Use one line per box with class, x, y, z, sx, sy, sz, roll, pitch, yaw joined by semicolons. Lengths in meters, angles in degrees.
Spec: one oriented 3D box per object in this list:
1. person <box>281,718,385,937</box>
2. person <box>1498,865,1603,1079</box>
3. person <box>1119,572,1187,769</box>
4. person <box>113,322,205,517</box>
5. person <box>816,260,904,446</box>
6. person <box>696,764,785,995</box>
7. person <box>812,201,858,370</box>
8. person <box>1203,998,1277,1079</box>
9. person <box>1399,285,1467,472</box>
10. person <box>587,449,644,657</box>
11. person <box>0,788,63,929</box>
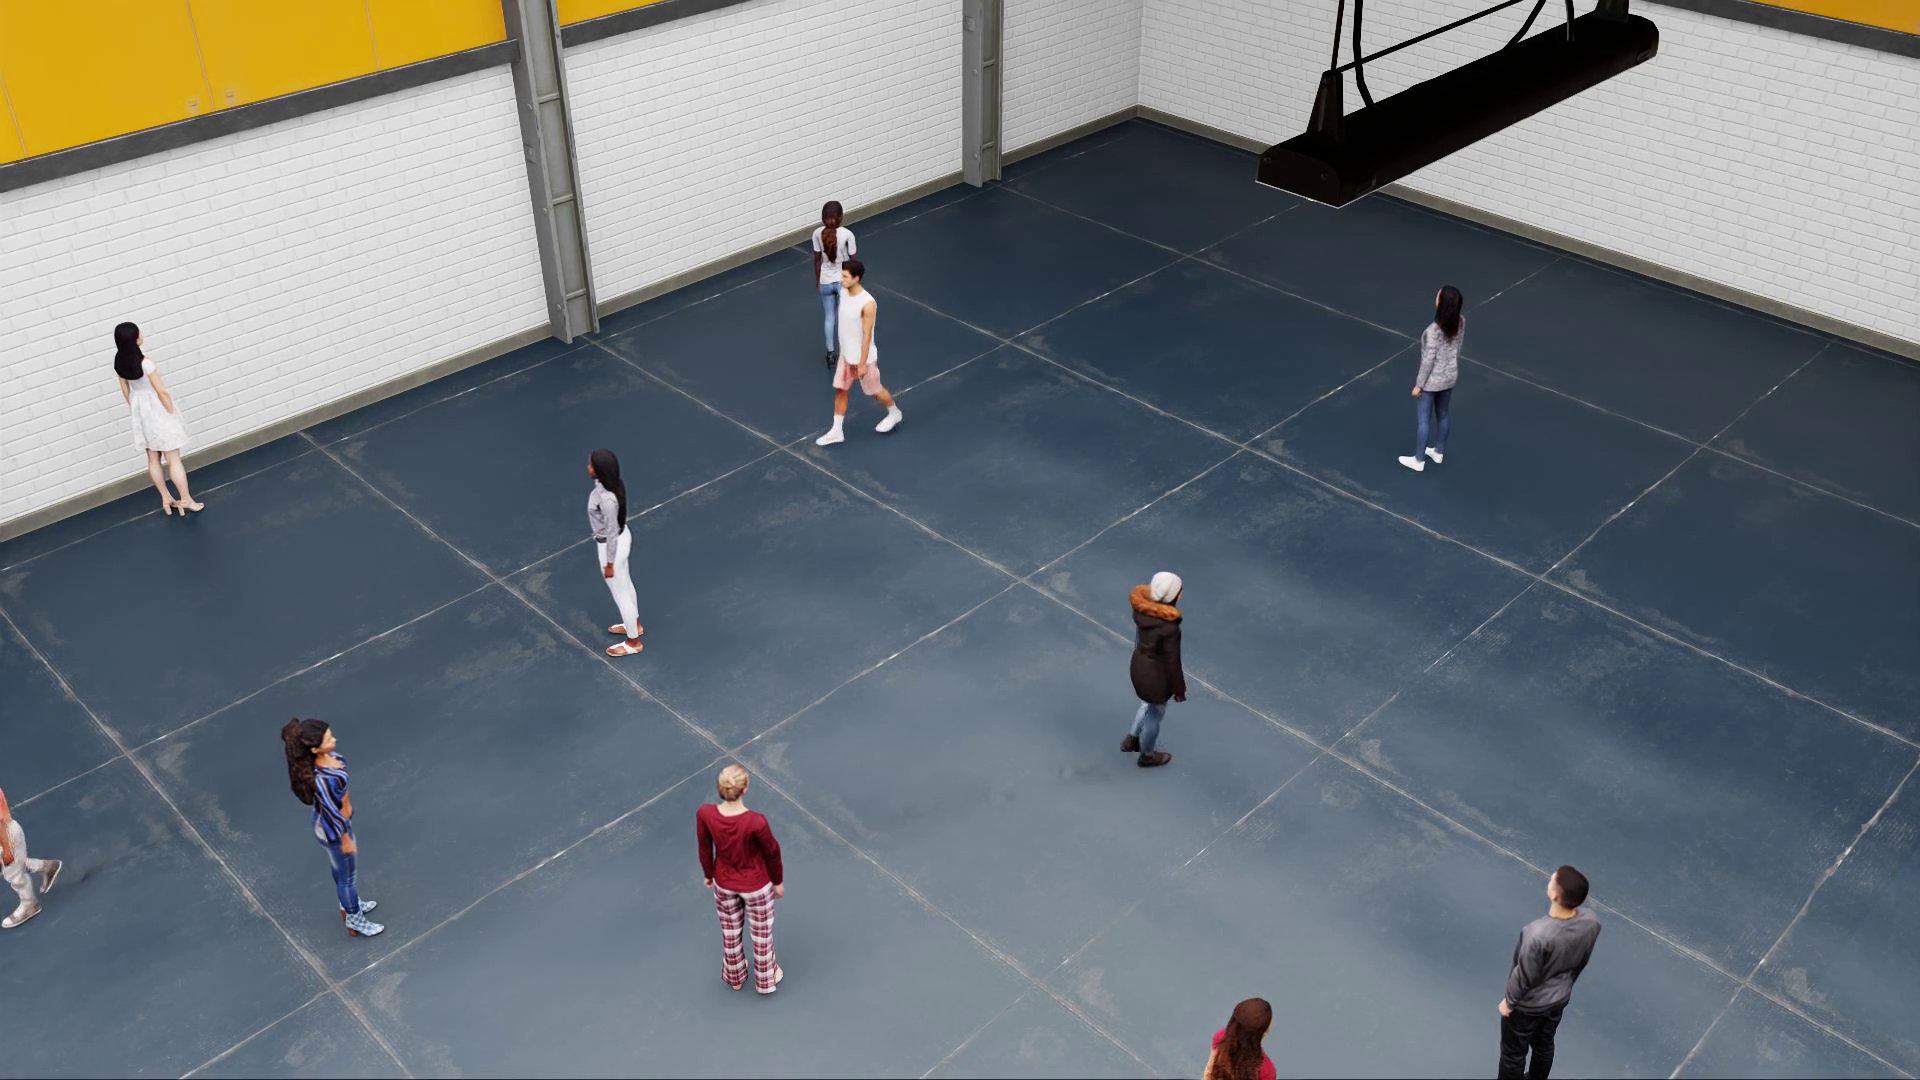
person;-3.732;1.707;9.938;0.662;1.614;0.674;-14;36;-20
person;3.057;2.393;8.773;0.605;1.761;0.749;-14;36;-19
person;1.245;0.896;11.144;0.741;1.629;0.736;-13;36;-19
person;-6.723;-1.004;13.872;0.757;1.774;0.782;11;35;16
person;-0.827;-1.689;14.927;1.163;1.748;0.773;-21;39;-28
person;-1.248;1.932;9.523;0.692;1.699;0.695;6;34;10
person;-1.195;-2.477;16.137;0.669;1.719;0.694;6;34;10
person;1.315;2.876;8.250;0.656;1.536;0.560;-28;42;-35
person;4.170;-1.418;14.532;0.549;1.732;0.721;-18;38;-25
person;-2.558;0.073;12.296;0.708;1.724;0.672;-3;34;-5
person;-5.790;1.769;10.128;0.523;1.299;0.690;24;40;31
